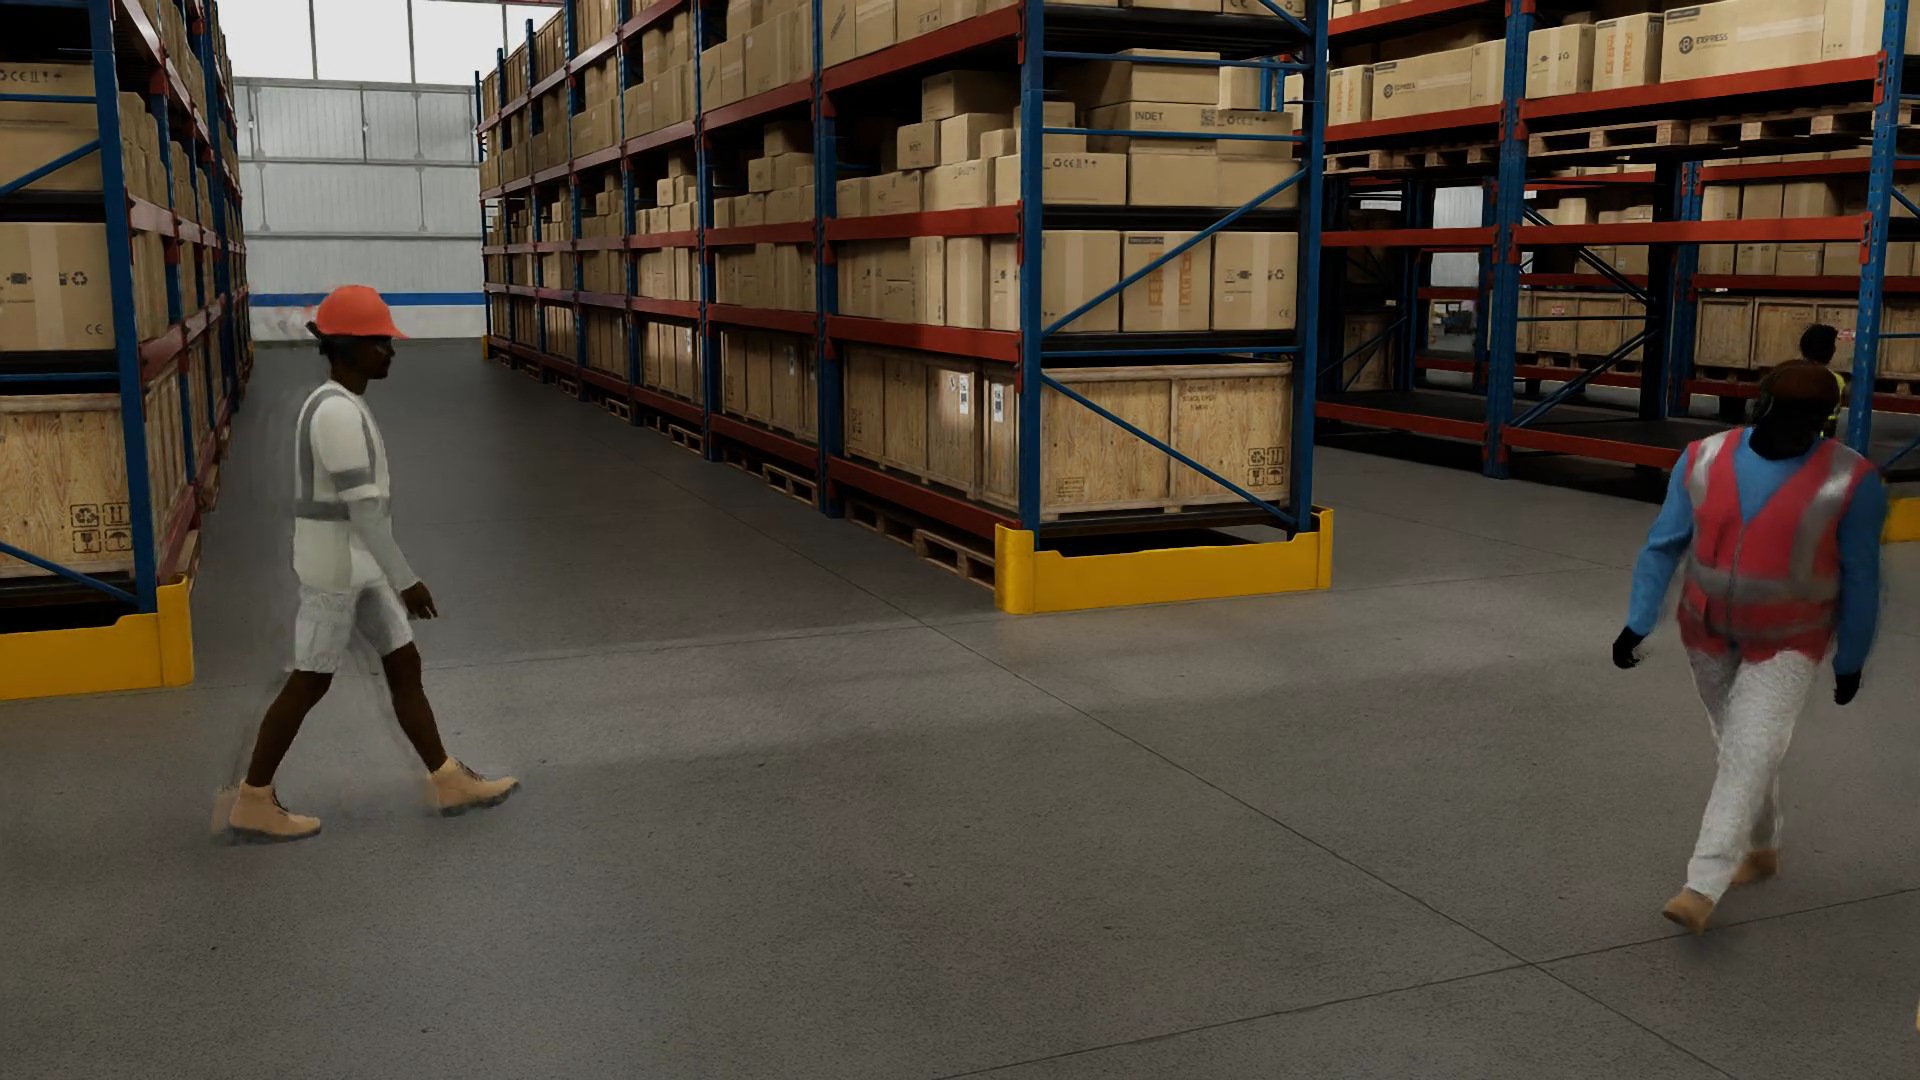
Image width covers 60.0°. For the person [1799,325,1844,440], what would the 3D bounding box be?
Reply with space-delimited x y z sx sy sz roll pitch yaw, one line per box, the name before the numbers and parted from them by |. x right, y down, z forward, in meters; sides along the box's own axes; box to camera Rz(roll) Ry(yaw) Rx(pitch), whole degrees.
person | 5.676 -0.589 11.014 0.836 1.652 0.557 -3 10 -20

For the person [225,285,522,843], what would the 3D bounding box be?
person | -2.180 0.097 5.959 1.036 1.996 0.619 -2 10 -13

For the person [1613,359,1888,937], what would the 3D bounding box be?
person | 2.467 0.326 5.223 0.981 1.772 0.648 -8 13 -41
